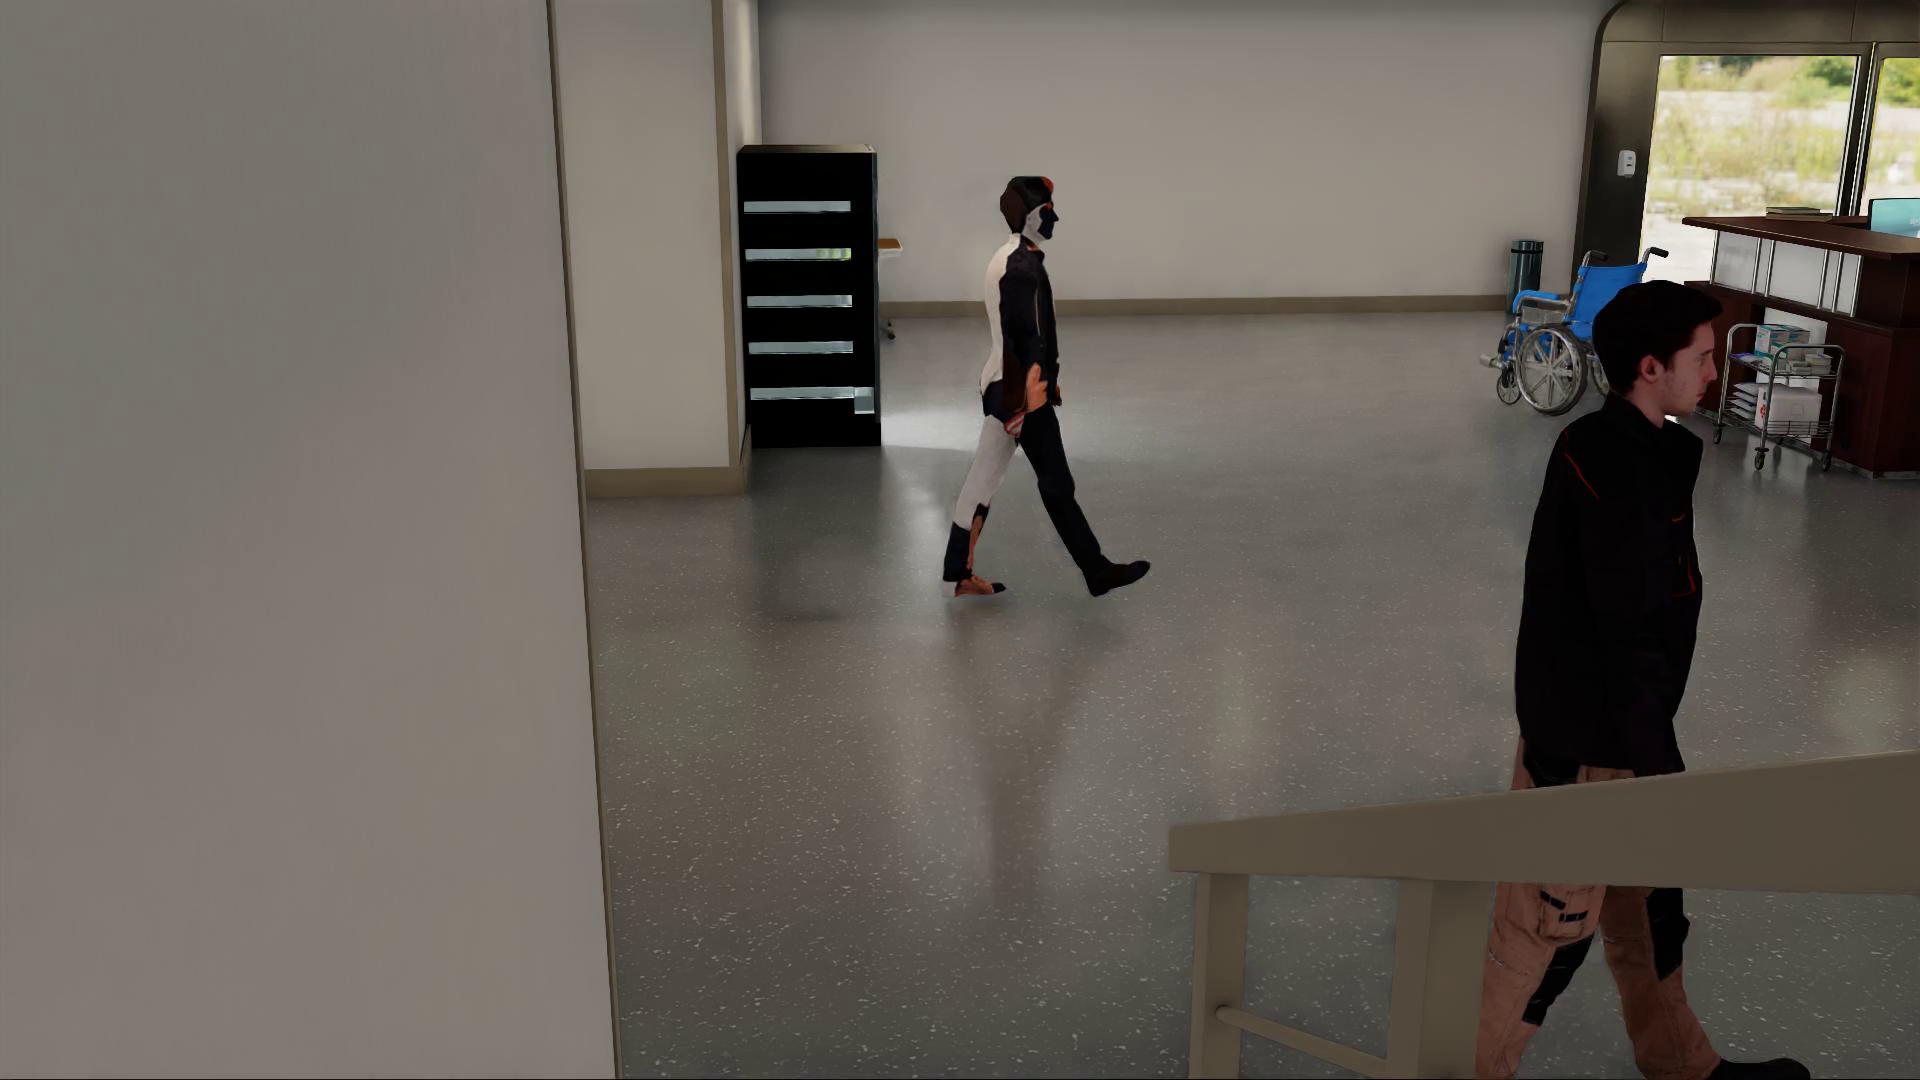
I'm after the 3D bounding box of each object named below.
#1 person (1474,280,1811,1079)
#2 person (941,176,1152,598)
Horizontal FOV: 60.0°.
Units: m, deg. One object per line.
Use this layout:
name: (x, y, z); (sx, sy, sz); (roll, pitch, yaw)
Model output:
person: (1.252, 0.421, 3.499); (1.006, 1.899, 1.069); (4, 16, 14)
person: (0.163, -0.599, 7.215); (0.756, 1.846, 1.070); (-2, 16, -6)
